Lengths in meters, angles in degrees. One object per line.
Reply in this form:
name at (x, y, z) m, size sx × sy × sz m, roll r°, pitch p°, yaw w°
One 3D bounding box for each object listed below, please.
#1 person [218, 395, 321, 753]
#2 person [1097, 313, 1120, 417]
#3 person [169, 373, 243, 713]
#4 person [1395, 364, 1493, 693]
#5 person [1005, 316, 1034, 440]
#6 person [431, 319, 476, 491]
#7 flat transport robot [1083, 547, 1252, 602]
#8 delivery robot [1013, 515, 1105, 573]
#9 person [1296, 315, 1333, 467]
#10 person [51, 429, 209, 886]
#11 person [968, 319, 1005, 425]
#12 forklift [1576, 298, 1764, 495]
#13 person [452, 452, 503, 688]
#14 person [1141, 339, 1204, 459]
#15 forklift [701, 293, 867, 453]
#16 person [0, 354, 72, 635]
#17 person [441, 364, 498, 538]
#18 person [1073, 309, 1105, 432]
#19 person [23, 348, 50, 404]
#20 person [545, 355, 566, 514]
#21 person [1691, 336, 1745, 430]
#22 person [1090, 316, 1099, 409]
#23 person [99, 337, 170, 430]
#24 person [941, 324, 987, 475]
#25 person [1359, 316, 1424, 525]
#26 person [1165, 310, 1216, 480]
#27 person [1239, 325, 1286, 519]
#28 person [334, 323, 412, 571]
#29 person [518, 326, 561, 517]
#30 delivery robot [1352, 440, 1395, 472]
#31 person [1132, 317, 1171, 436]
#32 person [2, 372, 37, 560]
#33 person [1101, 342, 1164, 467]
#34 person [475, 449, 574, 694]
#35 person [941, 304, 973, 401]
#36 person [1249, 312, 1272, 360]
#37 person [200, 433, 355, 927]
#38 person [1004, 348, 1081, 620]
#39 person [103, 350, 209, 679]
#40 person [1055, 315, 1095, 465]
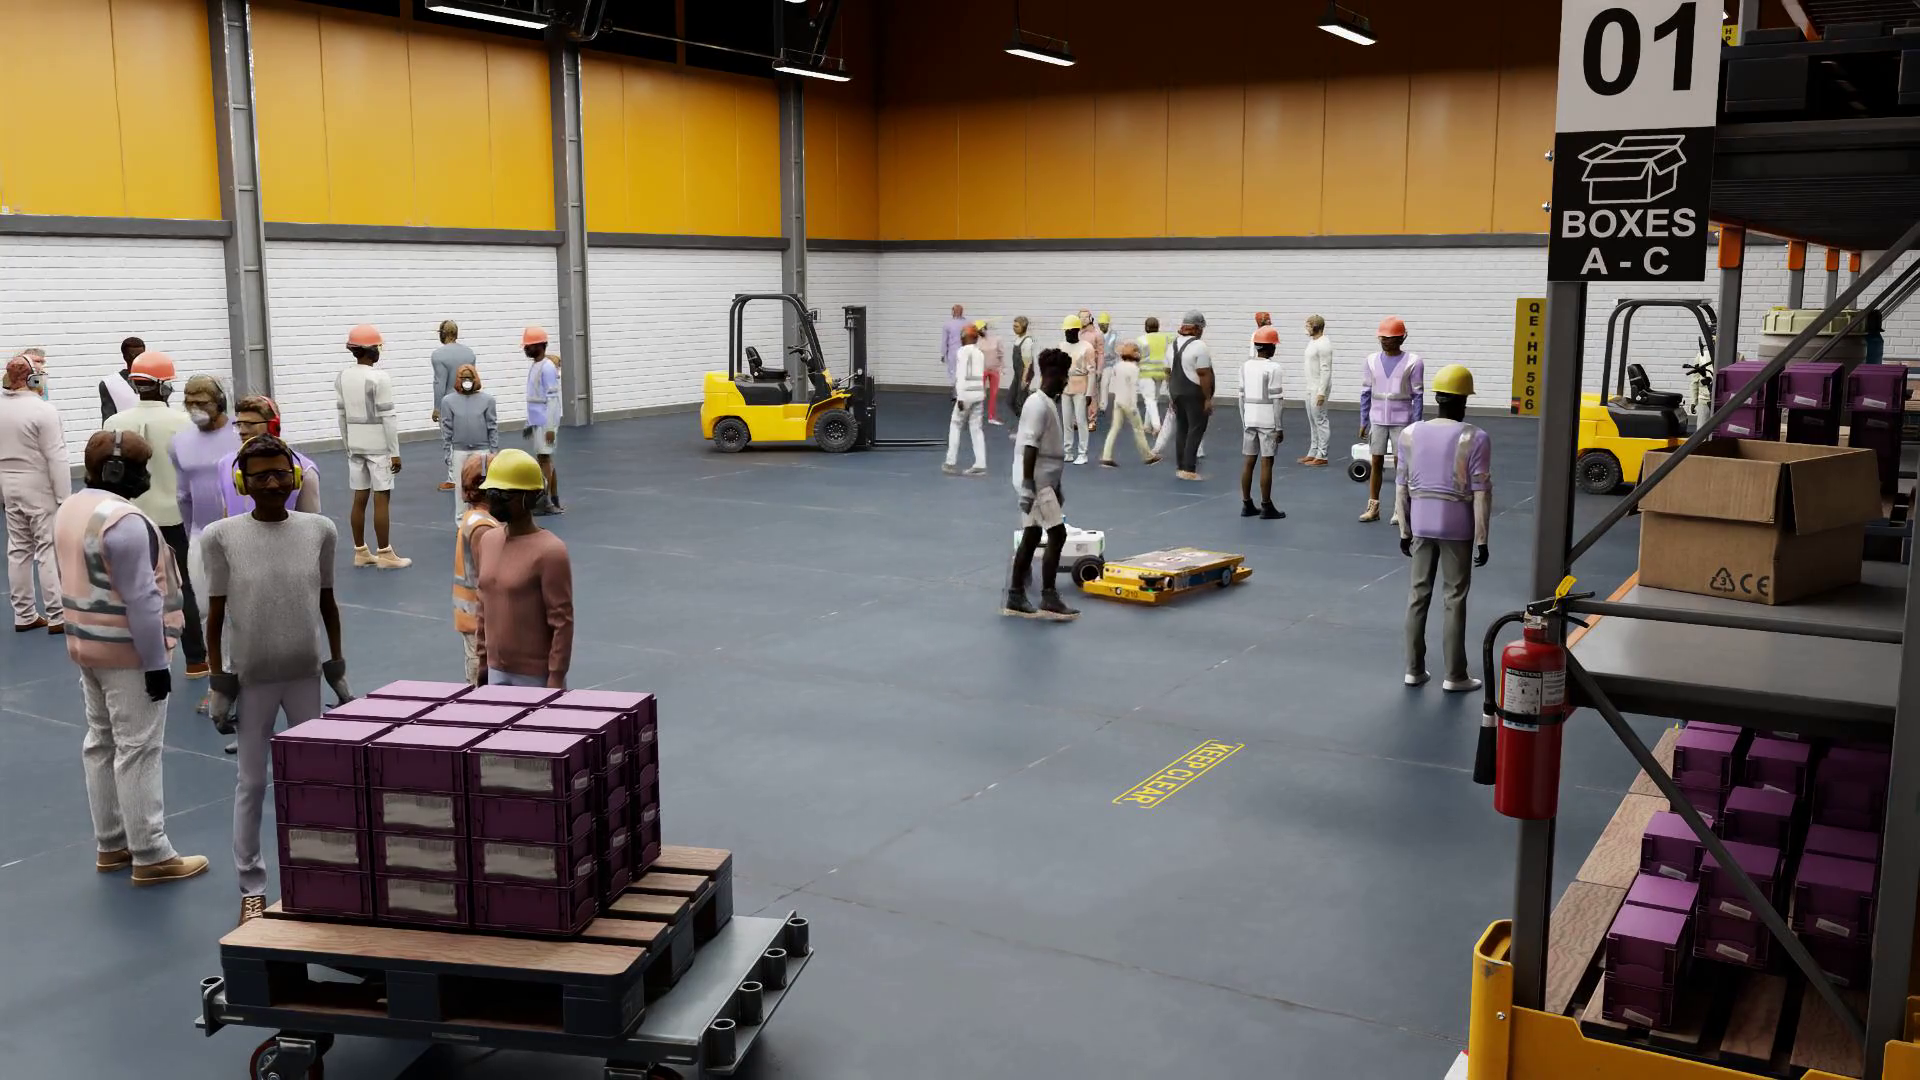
person at (-3.507, 0.179, 8.505) m, size 0.563 × 1.847 × 0.394 m, roll 2°, pitch 9°, yaw 15°
person at (2.469, -3.045, 28.858) m, size 0.579 × 1.787 × 0.963 m, roll 3°, pitch 10°, yaw 18°
person at (-4.144, -0.015, 9.554) m, size 0.660 × 1.910 × 0.857 m, roll 1°, pitch 9°, yaw 8°
person at (2.849, -0.066, 9.790) m, size 0.589 × 1.927 × 0.368 m, roll 8°, pitch 12°, yaw 42°
person at (0.896, -2.395, 24.594) m, size 0.386 × 1.835 × 0.549 m, roll -3°, pitch 10°, yaw -18°
person at (-5.729, -1.519, 18.819) m, size 0.371 × 1.940 × 0.627 m, roll 4°, pitch 10°, yaw 26°
flat transport robot at (1.637, 0.252, 12.954) m, size 0.652 × 0.197 × 1.431 m, roll 7°, pitch 12°, yaw 39°
delivery robot at (0.774, 0.047, 13.061) m, size 0.707 × 0.478 × 0.477 m, roll 0°, pitch 9°, yaw 1°
person at (4.542, -1.893, 21.164) m, size 0.376 × 1.937 × 0.629 m, roll 0°, pitch 9°, yaw -3°
person at (-3.362, 0.470, 6.727) m, size 0.619 × 1.839 × 0.430 m, roll 7°, pitch 12°, yaw 39°
person at (0.426, -2.723, 27.049) m, size 0.623 × 1.719 × 0.347 m, roll -1°, pitch 9°, yaw -9°
forklift at (7.954, -1.589, 18.462) m, size 2.313 × 2.155 × 1.214 m, roll 5°, pitch 11°, yaw 30°
person at (-2.179, 0.412, 7.693) m, size 0.314 × 1.642 × 0.515 m, roll -3°, pitch 10°, yaw -19°
person at (2.846, -1.850, 21.955) m, size 0.831 × 1.591 × 0.521 m, roll 1°, pitch 9°, yaw 9°
forklift at (-2.458, -2.344, 23.176) m, size 2.313 × 2.155 × 1.214 m, roll 0°, pitch 9°, yaw -2°
person at (-6.296, -0.308, 11.356) m, size 0.639 × 1.910 × 0.406 m, roll 3°, pitch 10°, yaw 20°
person at (-4.543, -0.821, 15.441) m, size 0.503 × 1.626 × 0.279 m, roll -2°, pitch 9°, yaw -14°
person at (1.919, -2.642, 25.927) m, size 0.652 × 1.906 × 0.409 m, roll 5°, pitch 10°, yaw 28°
person at (-10.350, -1.350, 18.729) m, size 0.549 × 1.616 × 0.562 m, roll 8°, pitch 12°, yaw 41°
person at (-4.195, -1.081, 17.039) m, size 0.275 × 1.631 × 0.507 m, roll -2°, pitch 9°, yaw -15°
person at (9.240, -1.704, 20.307) m, size 0.599 × 1.830 × 0.404 m, roll 4°, pitch 10°, yaw 25°
person at (2.312, -3.211, 30.136) m, size 0.532 × 1.696 × 0.319 m, roll 5°, pitch 11°, yaw 31°
person at (-7.044, -0.781, 14.282) m, size 0.376 × 1.915 × 0.599 m, roll 7°, pitch 11°, yaw 37°
person at (0.058, -1.721, 20.392) m, size 0.732 × 1.840 × 0.660 m, roll 7°, pitch 12°, yaw 38°
person at (4.208, -1.165, 16.290) m, size 0.615 × 2.039 × 0.387 m, roll 6°, pitch 11°, yaw 32°
person at (2.756, -1.740, 19.881) m, size 0.628 × 2.000 × 0.704 m, roll -5°, pitch 11°, yaw -30°
person at (3.042, -1.177, 16.689) m, size 0.361 × 1.938 × 0.545 m, roll -7°, pitch 11°, yaw -37°
person at (-4.865, -0.763, 13.763) m, size 0.607 × 2.048 × 0.366 m, roll 5°, pitch 10°, yaw 27°
person at (-4.325, -1.185, 16.871) m, size 0.600 × 1.929 × 0.559 m, roll -5°, pitch 11°, yaw -30°
delivery robot at (5.007, -1.009, 19.649) m, size 0.707 × 0.478 × 0.477 m, roll 4°, pitch 10°, yaw 23°
person at (2.929, -2.492, 25.322) m, size 0.634 × 1.808 × 0.930 m, roll -3°, pitch 10°, yaw -21°
person at (-8.018, -0.695, 14.313) m, size 0.309 × 1.735 × 0.484 m, roll -3°, pitch 10°, yaw -20°
person at (2.169, -1.712, 21.116) m, size 0.870 × 1.581 × 0.527 m, roll -5°, pitch 10°, yaw -27°
person at (-1.750, 0.517, 6.641) m, size 0.525 × 1.772 × 0.309 m, roll 6°, pitch 11°, yaw 35°
person at (-0.032, -3.574, 31.815) m, size 0.655 × 1.882 × 0.748 m, roll -4°, pitch 10°, yaw -25°
person at (4.532, -2.496, 25.090) m, size 0.354 × 1.883 × 0.572 m, roll 0°, pitch 9°, yaw -1°
person at (-2.552, 0.530, 6.256) m, size 0.518 × 1.868 × 0.328 m, roll -7°, pitch 11°, yaw -35°
person at (0.631, -0.397, 11.876) m, size 0.704 × 1.922 × 0.670 m, roll 1°, pitch 9°, yaw 6°
person at (-4.813, -0.142, 10.049) m, size 0.612 × 1.995 × 0.377 m, roll 0°, pitch 9°, yaw -1°
person at (1.456, -1.929, 21.414) m, size 0.594 × 1.924 × 0.382 m, roll 8°, pitch 12°, yaw 42°
